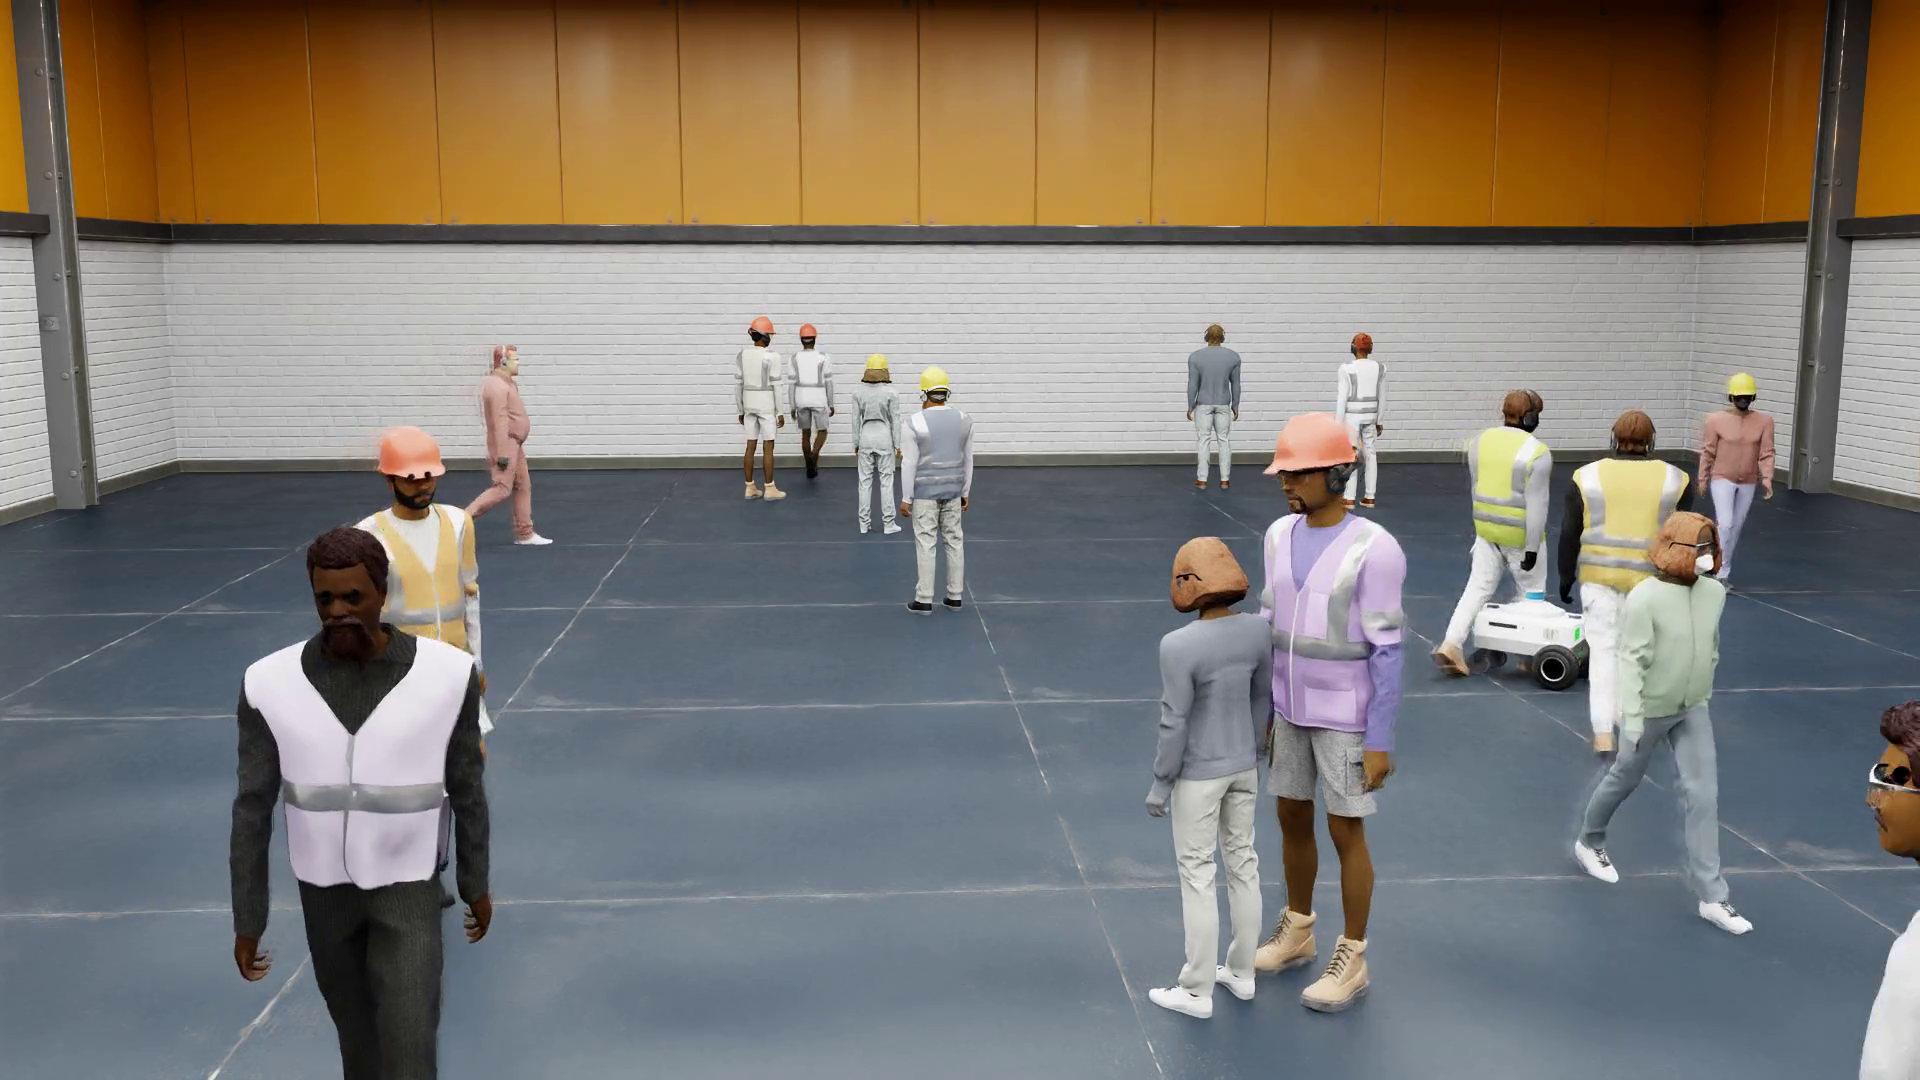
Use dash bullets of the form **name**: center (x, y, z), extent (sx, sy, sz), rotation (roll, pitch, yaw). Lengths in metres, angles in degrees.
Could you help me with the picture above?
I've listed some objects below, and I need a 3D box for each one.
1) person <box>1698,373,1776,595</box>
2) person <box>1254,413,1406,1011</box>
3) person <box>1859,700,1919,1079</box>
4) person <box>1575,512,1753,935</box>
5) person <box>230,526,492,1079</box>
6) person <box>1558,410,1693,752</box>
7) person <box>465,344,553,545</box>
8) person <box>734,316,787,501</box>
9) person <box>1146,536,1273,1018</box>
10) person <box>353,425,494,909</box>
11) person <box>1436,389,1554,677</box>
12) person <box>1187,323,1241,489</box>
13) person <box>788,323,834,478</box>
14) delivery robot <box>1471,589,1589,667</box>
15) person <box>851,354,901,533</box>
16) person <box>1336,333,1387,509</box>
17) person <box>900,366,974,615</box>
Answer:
- **person**: center (6.111, -0.437, 13.049), extent (0.517, 1.733, 0.670), rotation (0, 9, 3)
- **person**: center (1.232, 0.587, 5.718), extent (0.415, 2.032, 0.639), rotation (-6, 11, -32)
- **person**: center (1.552, 1.156, 2.810), extent (1.005, 1.818, 0.515), rotation (8, 12, 42)
- **person**: center (2.787, 0.665, 6.588), extent (0.518, 1.591, 0.864), rotation (-3, 10, -19)
- **person**: center (-1.521, 0.909, 4.191), extent (0.606, 1.870, 0.950), rotation (-1, 9, -7)
- **person**: center (3.512, 0.208, 8.834), extent (0.641, 1.798, 0.950), rotation (3, 10, 18)
- **person**: center (-4.231, -0.850, 15.223), extent (0.832, 1.879, 0.651), rotation (-2, 9, -10)
- **person**: center (-2.206, -1.463, 18.536), extent (0.615, 2.041, 0.392), rotation (5, 10, 29)
- **person**: center (0.844, 0.796, 5.635), extent (0.498, 1.633, 0.279), rotation (-7, 11, -36)
- **person**: center (-2.143, 0.497, 6.601), extent (0.464, 1.920, 0.569), rotation (8, 12, 43)
- **person**: center (3.362, -0.035, 10.317), extent (0.890, 1.816, 0.620), rotation (-6, 11, -33)
- **person**: center (2.968, -1.562, 19.483), extent (0.636, 1.938, 0.354), rotation (-1, 9, -3)
- **person**: center (-1.832, -1.688, 20.320), extent (0.567, 1.921, 0.689), rotation (1, 9, 6)
- **delivery robot**: center (3.540, 0.546, 10.286), extent (0.707, 0.478, 0.477), rotation (8, 12, 40)
- **person**: center (-0.802, -0.932, 16.142), extent (0.493, 1.742, 0.298), rotation (2, 9, 14)
- **person**: center (4.288, -1.276, 17.857), extent (0.586, 1.882, 0.343), rotation (-3, 9, -17)
- **person**: center (-0.183, -0.361, 12.277), extent (0.589, 1.833, 0.404), rotation (-5, 10, -30)
